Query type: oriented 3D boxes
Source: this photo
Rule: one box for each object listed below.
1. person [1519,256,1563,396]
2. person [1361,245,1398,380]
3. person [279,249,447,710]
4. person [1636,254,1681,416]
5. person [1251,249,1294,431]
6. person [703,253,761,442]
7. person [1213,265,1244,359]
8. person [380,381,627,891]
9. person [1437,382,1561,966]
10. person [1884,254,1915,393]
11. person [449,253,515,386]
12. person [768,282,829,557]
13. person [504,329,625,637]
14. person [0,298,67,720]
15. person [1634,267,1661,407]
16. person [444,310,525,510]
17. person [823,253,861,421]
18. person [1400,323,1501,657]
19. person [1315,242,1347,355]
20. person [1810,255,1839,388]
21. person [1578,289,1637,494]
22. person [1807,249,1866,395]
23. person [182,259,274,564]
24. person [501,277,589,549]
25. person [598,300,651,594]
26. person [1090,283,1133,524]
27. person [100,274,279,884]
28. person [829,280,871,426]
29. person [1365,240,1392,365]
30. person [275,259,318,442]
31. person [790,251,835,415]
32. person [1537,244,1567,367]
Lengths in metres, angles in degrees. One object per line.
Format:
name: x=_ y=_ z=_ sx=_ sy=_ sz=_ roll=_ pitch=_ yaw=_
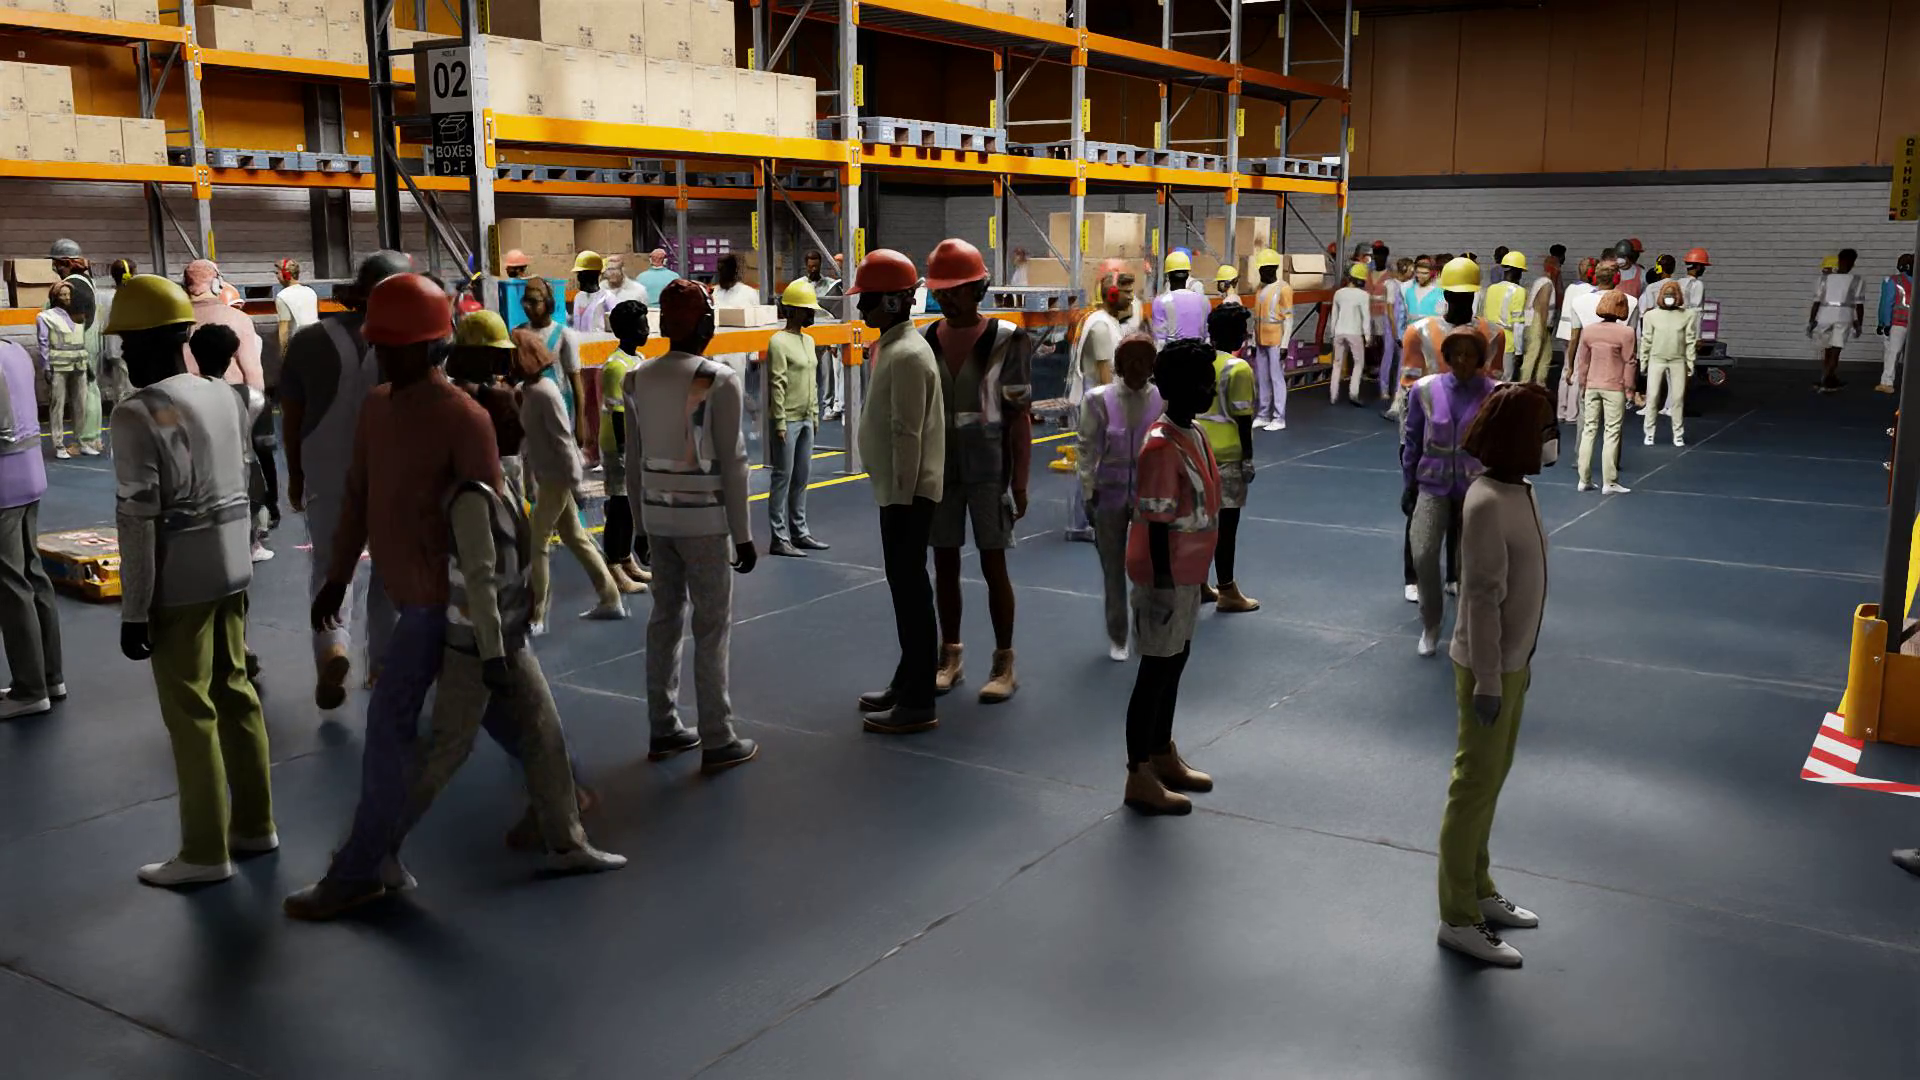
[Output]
person: x=7.473 y=-2.719 z=21.343 sx=0.548 sy=1.814 sz=0.569 roll=3 pitch=11 yaw=16
person: x=6.013 y=-3.281 z=24.054 sx=0.628 sy=1.951 sz=0.456 roll=9 pitch=14 yaw=41
person: x=-2.592 y=-0.289 z=7.232 sx=0.739 sy=2.000 sz=0.858 roll=-1 pitch=10 yaw=-8
person: x=8.091 y=-2.348 z=19.156 sx=0.510 sy=1.860 sz=0.333 roll=-1 pitch=10 yaw=-6
person: x=3.288 y=-2.123 z=17.710 sx=0.382 sy=1.924 sz=0.594 roll=-5 pitch=11 yaw=-26
person: x=-2.214 y=-1.840 z=16.233 sx=0.596 sy=1.904 sz=0.505 roll=5 pitch=11 yaw=24
person: x=2.845 y=-2.030 z=17.684 sx=0.352 sy=1.757 sz=0.521 roll=4 pitch=11 yaw=20
person: x=-1.528 y=0.306 z=5.160 sx=0.832 sy=1.602 sz=0.528 roll=-1 pitch=10 yaw=-6
person: x=1.537 y=0.365 z=4.736 sx=0.275 sy=1.632 sz=0.507 roll=5 pitch=12 yaw=27
person: x=12.541 y=-2.846 z=21.966 sx=0.635 sy=1.840 sz=0.428 roll=1 pitch=10 yaw=7
person: x=-3.824 y=-1.356 z=13.399 sx=0.387 sy=1.948 sz=0.602 roll=5 pitch=11 yaw=24
person: x=-1.045 y=-0.772 z=10.701 sx=0.339 sy=1.761 sz=0.524 roll=4 pitch=11 yaw=23
person: x=-2.080 y=-0.305 z=8.614 sx=0.726 sy=1.581 sz=0.515 roll=-6 pitch=12 yaw=-29
person: x=-4.092 y=-0.197 z=7.046 sx=0.382 sy=1.923 sz=0.593 roll=-2 pitch=10 yaw=-10
person: x=8.403 y=-2.470 z=20.269 sx=0.321 sy=1.695 sz=0.537 roll=9 pitch=14 yaw=42
person: x=-2.004 y=-0.100 z=7.046 sx=0.322 sy=1.737 sz=0.490 roll=5 pitch=11 yaw=26
person: x=-1.283 y=-2.249 z=18.520 sx=0.574 sy=1.886 sz=0.356 roll=9 pitch=14 yaw=41
person: x=2.383 y=-0.216 z=7.952 sx=0.549 sy=1.625 sz=0.379 roll=4 pitch=11 yaw=21
person: x=6.309 y=-4.051 z=28.240 sx=0.612 sy=1.985 sz=0.411 roll=-4 pitch=11 yaw=-19
person: x=11.891 y=-2.979 z=22.750 sx=0.403 sy=1.824 sz=0.591 roll=4 pitch=11 yaw=22
person: x=5.180 y=-1.183 z=13.313 sx=0.274 sy=1.632 sz=0.507 roll=-6 pitch=12 yaw=-32
person: x=11.550 y=-2.874 z=21.935 sx=0.996 sy=1.915 sz=0.616 roll=-9 pitch=14 yaw=-41
person: x=-4.640 y=-0.783 z=10.357 sx=0.638 sy=1.903 sz=0.408 roll=-1 pitch=10 yaw=-5
person: x=-2.662 y=-0.772 z=10.624 sx=0.525 sy=1.795 sz=0.987 roll=5 pitch=11 yaw=26
person: x=-1.912 y=-0.536 z=9.595 sx=0.322 sy=1.690 sz=0.530 roll=0 pitch=10 yaw=2
person: x=1.074 y=-0.971 z=11.860 sx=0.311 sy=1.736 sz=0.483 roll=-2 pitch=10 yaw=-10
person: x=-2.458 y=0.129 z=5.261 sx=0.398 sy=1.918 sz=0.588 roll=2 pitch=10 yaw=8
person: x=-1.145 y=-2.187 z=18.128 sx=0.599 sy=1.909 sz=0.401 roll=-6 pitch=12 yaw=-29
person: x=6.616 y=-3.762 z=26.553 sx=0.605 sy=2.014 sz=0.786 roll=-10 pitch=14 yaw=-43
person: x=-6.608 y=-1.887 z=16.663 sx=0.382 sy=1.836 sz=0.570 roll=3 pitch=11 yaw=15
person: x=-1.633 y=-2.295 z=18.726 sx=0.605 sy=1.906 sz=0.409 roll=-3 pitch=11 yaw=-18
person: x=9.454 y=-3.737 z=26.569 sx=0.368 sy=1.958 sz=0.599 roll=4 pitch=11 yaw=21
